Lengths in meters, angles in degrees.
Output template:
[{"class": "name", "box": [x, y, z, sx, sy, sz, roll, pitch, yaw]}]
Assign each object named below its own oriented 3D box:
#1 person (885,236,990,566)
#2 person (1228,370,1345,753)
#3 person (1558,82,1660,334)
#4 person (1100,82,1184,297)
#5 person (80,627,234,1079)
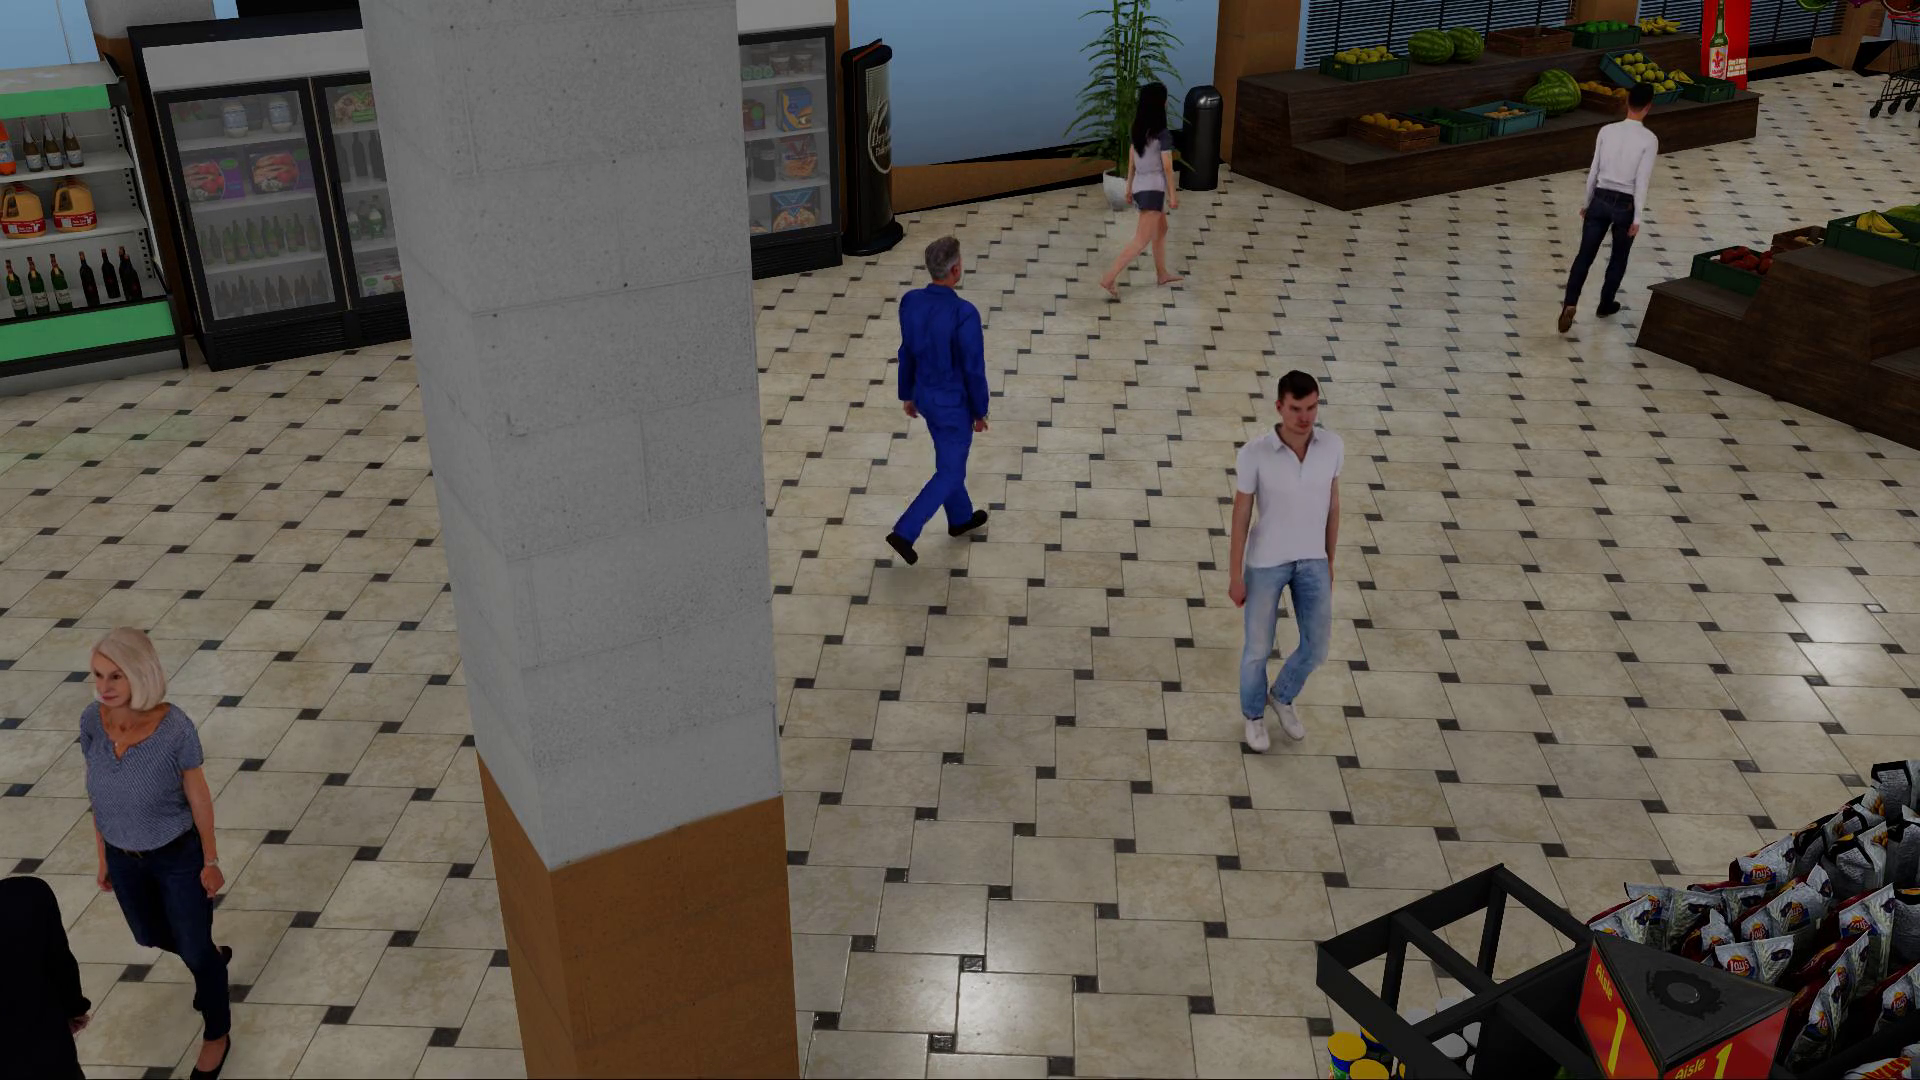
[{"class": "person", "box": [-0.132, -0.720, 9.101, 1.213, 1.797, 0.916, -24, 36, -39]}, {"class": "person", "box": [1.431, 0.078, 7.484, 0.691, 1.836, 0.823, -4, 27, -8]}, {"class": "person", "box": [4.873, -2.475, 12.510, 0.944, 1.844, 1.272, 21, 33, 35]}, {"class": "person", "box": [1.443, -2.744, 13.233, 1.084, 1.670, 0.600, -14, 30, -25]}, {"class": "person", "box": [-2.730, 1.032, 5.717, 0.864, 1.733, 0.914, 5, 27, 10]}]
